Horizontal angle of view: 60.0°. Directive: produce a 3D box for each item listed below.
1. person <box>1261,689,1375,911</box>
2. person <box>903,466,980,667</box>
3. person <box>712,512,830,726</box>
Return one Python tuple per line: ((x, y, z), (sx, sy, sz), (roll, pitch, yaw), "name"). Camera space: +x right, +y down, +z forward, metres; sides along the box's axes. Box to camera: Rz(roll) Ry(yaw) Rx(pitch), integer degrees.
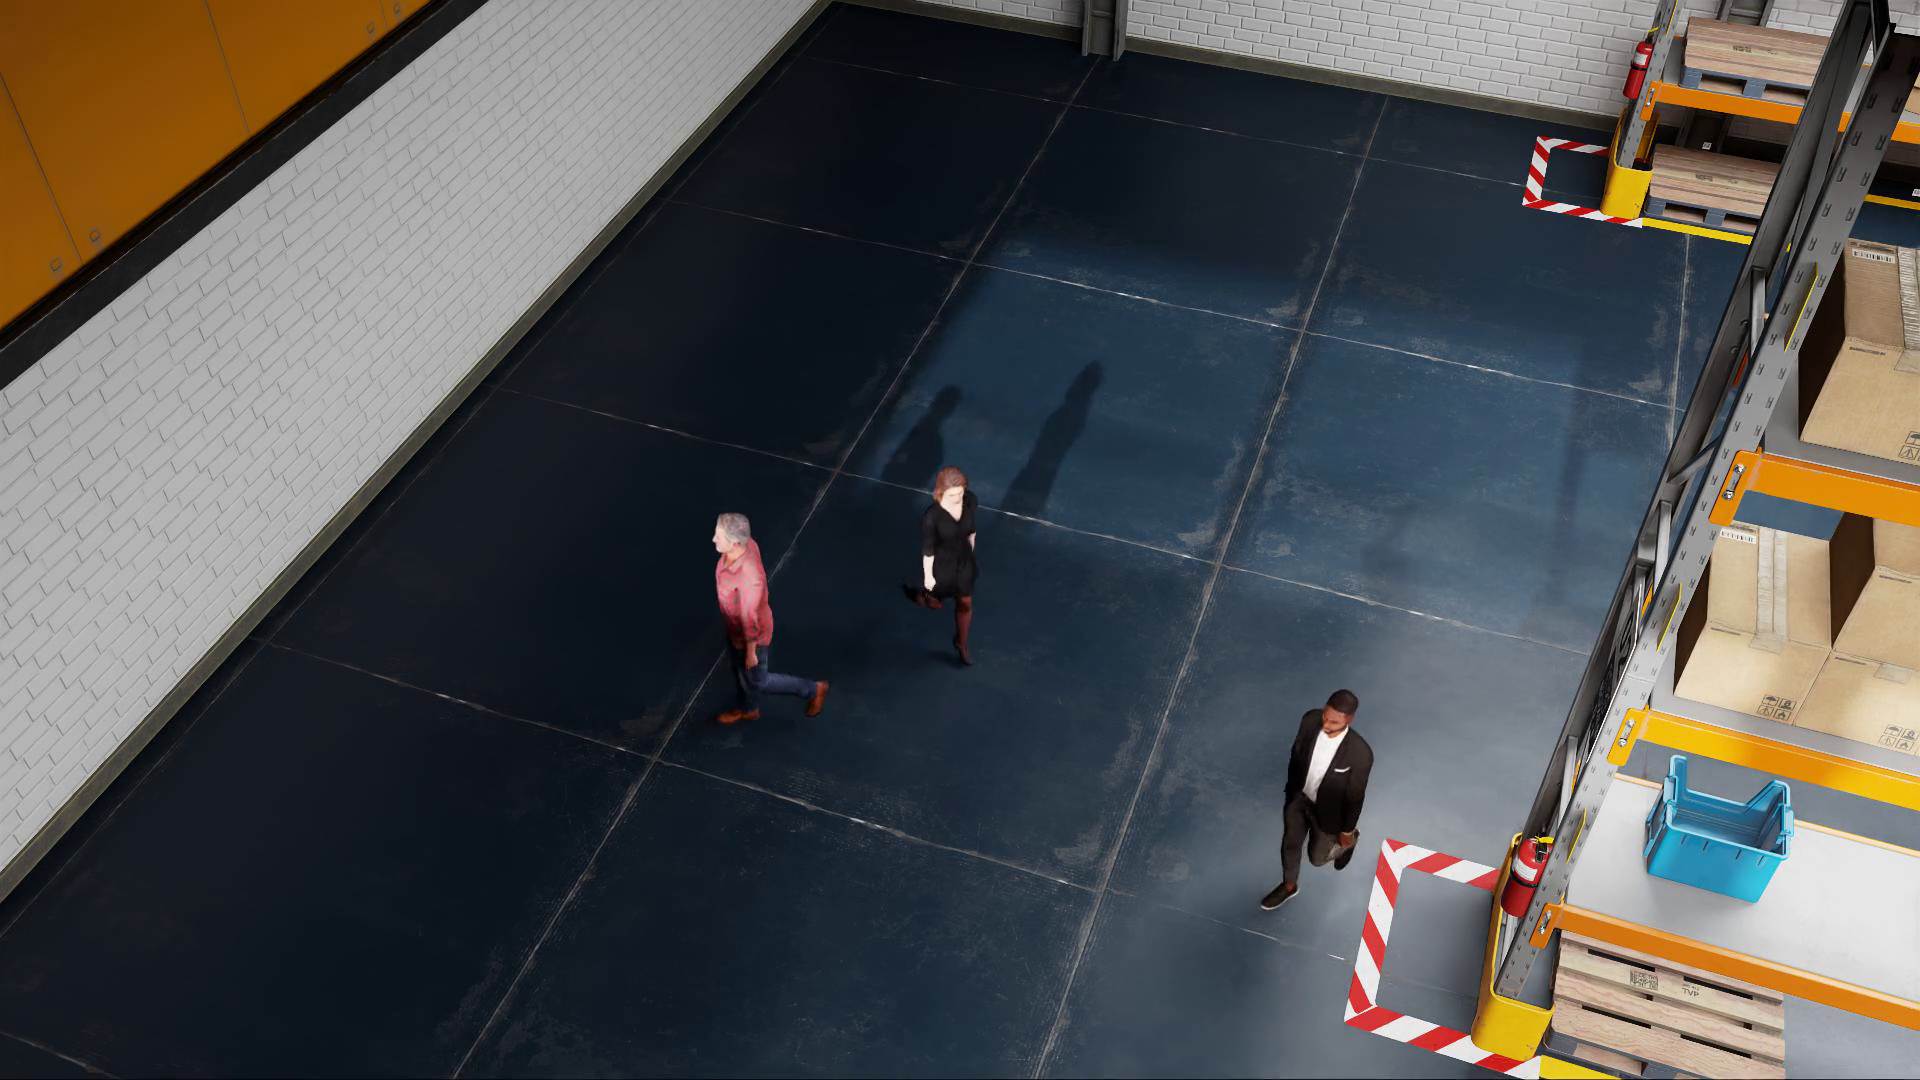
((2.095, 1.447, 9.399), (0.998, 1.786, 1.001), (-27, 50, -25), "person")
((-0.133, 0.117, 10.873), (0.888, 1.679, 1.022), (-31, 52, -28), "person")
((-1.226, 0.529, 10.341), (1.126, 1.815, 1.014), (-10, 45, -10), "person")
